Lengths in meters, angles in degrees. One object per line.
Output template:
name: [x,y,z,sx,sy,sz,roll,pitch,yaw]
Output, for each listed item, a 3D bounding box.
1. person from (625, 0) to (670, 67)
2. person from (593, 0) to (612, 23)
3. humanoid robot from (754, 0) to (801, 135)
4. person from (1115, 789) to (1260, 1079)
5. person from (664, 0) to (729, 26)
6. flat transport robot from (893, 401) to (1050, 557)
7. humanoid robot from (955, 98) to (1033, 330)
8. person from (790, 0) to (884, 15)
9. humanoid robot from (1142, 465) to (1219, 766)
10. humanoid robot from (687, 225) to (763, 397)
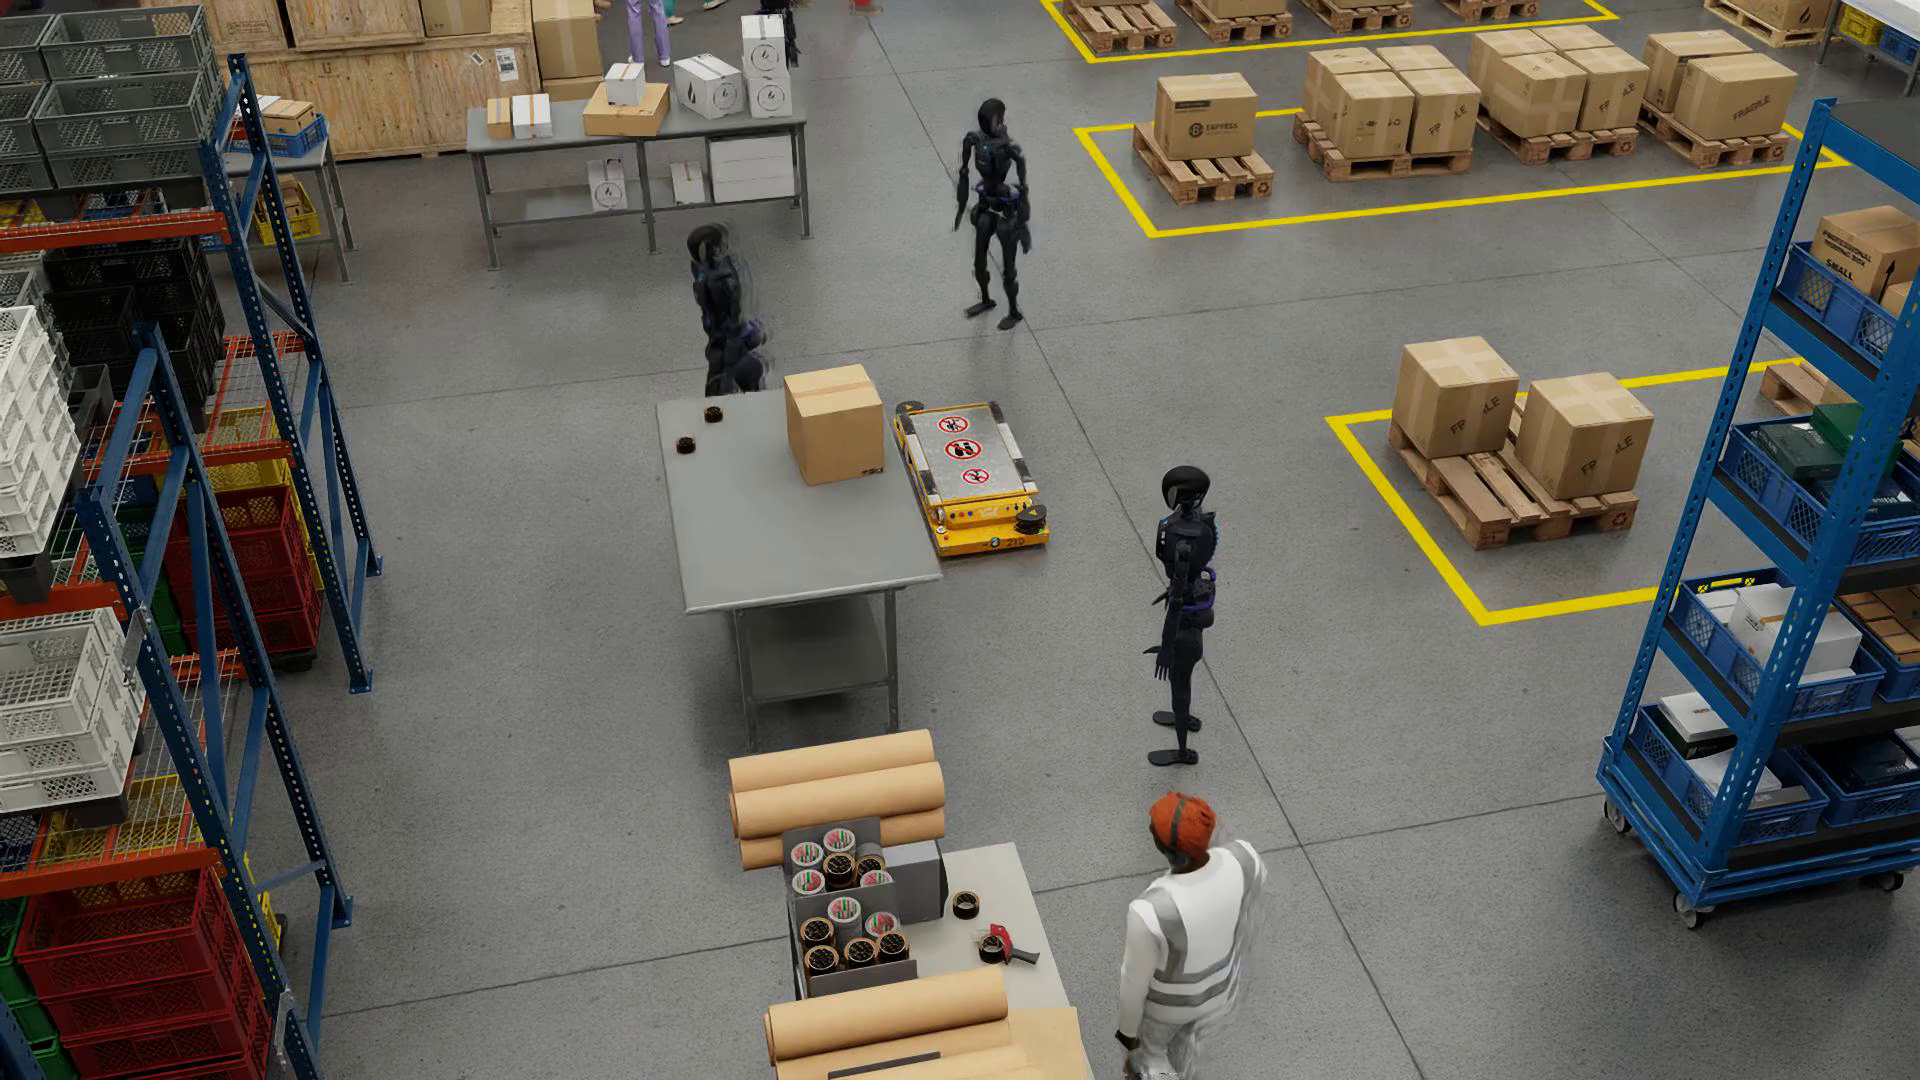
person: [-2.954,-5.317,15.321,0.586,1.919,0.398,-12,38,-16]
person: [-3.735,-6.182,16.380,0.537,2.000,0.677,4,37,5]
humanoid robot: [-1.556,-4.298,14.138,0.328,1.657,0.590,-18,40,-23]
person: [0.827,1.641,6.019,0.595,1.858,0.695,-20,41,-25]
person: [-2.658,-5.972,16.369,0.933,1.703,0.544,-26,44,-31]
flat transport robot: [0.046,-0.430,10.108,0.652,0.197,1.431,-8,37,-10]
humanoid robot: [0.257,-2.232,11.372,0.656,1.649,0.324,26,44,31]
person: [-1.335,-6.208,16.518,1.043,1.911,0.592,-2,37,-2]
humanoid robot: [1.050,0.348,7.904,0.328,1.652,0.573,5,37,7]
humanoid robot: [-1.369,-1.133,9.945,0.772,1.622,0.571,-29,46,-33]
